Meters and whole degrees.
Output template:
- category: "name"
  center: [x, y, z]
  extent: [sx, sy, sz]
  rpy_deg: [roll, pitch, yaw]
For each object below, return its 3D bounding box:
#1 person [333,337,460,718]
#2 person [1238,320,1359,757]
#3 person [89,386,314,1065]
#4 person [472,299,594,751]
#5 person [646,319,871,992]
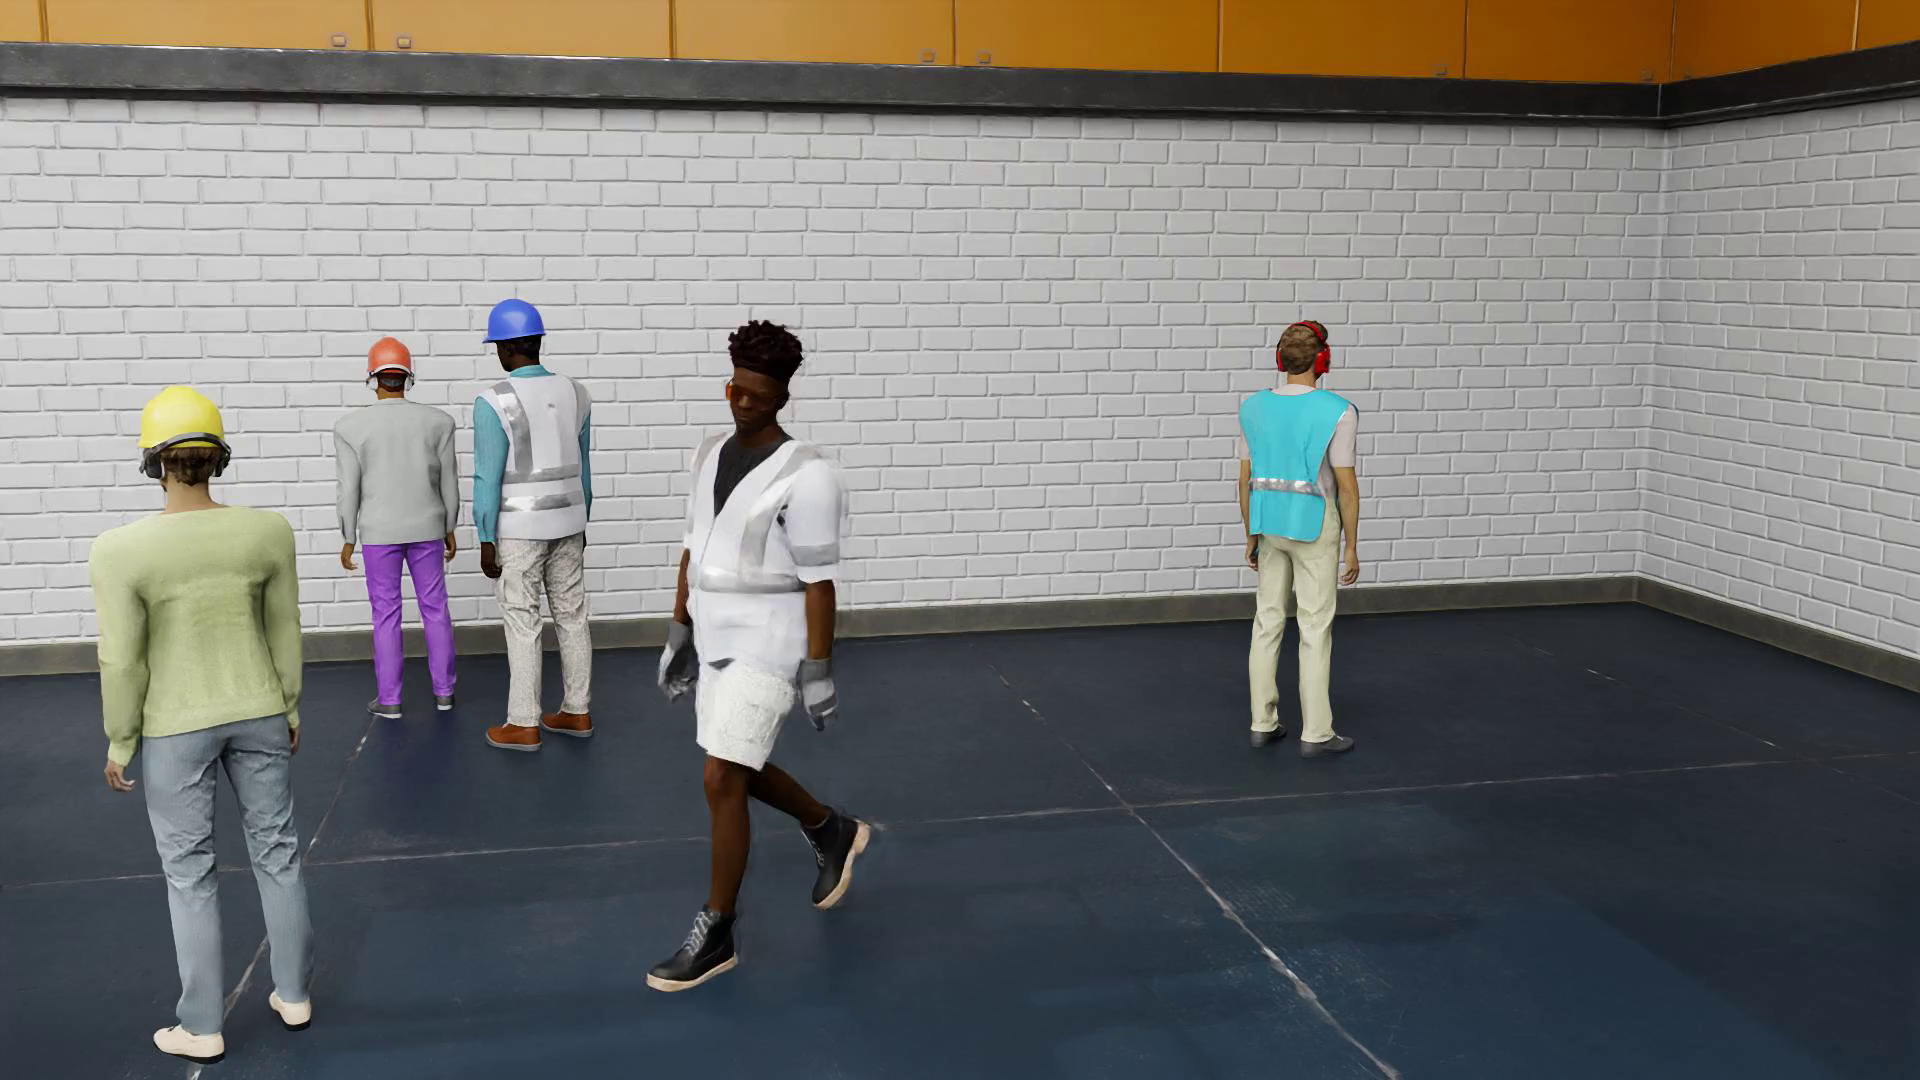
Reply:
- category: "person"
  center: [-2.596, -0.057, 7.693]
  extent: [0.565, 1.752, 0.338]
  rpy_deg: [-6, 11, -32]
- category: "person"
  center: [1.428, -0.001, 7.064]
  extent: [0.566, 1.850, 0.389]
  rpy_deg: [8, 12, 41]
- category: "person"
  center: [-1.979, 0.483, 4.365]
  extent: [0.328, 1.769, 0.526]
  rpy_deg: [9, 13, 43]
- category: "person"
  center: [-1.842, -0.062, 7.174]
  extent: [0.416, 1.939, 0.604]
  rpy_deg: [7, 12, 36]
- category: "person"
  center: [-0.604, 0.304, 4.981]
  extent: [0.860, 1.923, 0.618]
  rpy_deg: [-8, 12, -39]
